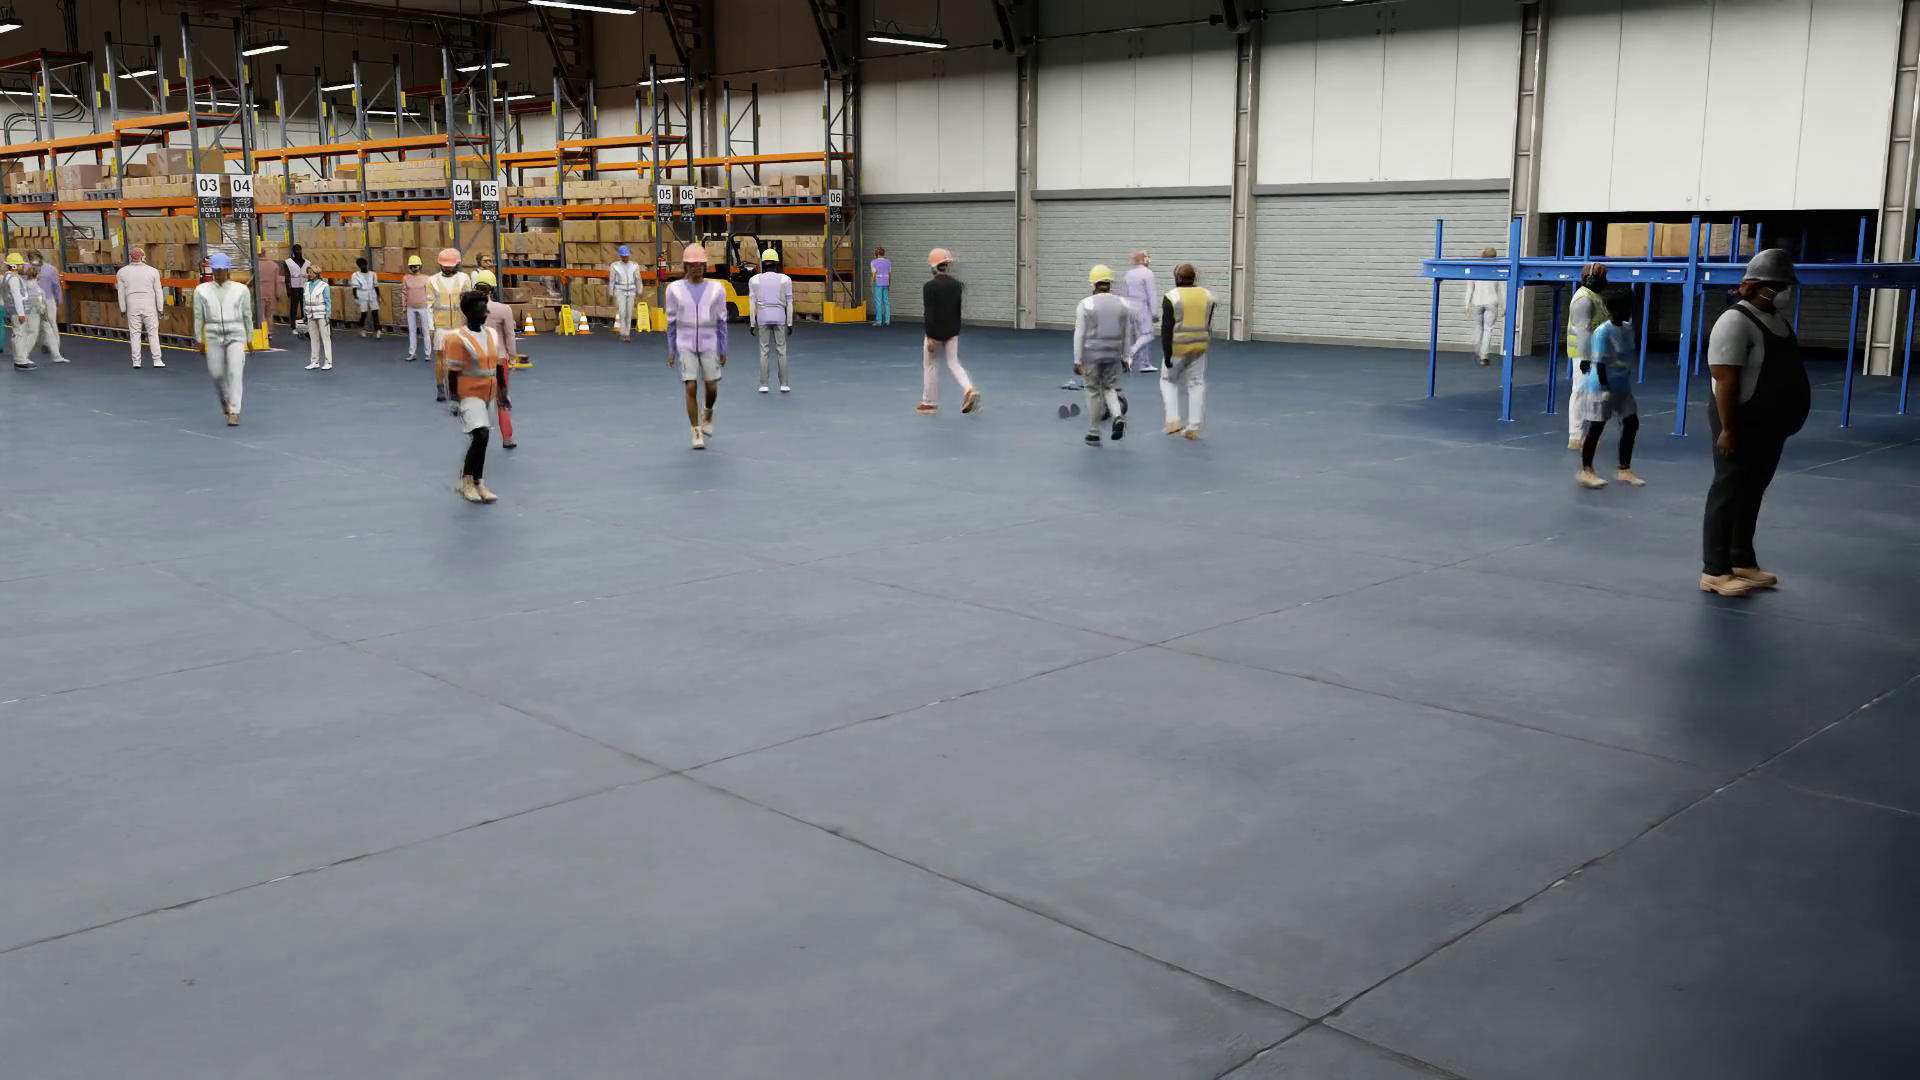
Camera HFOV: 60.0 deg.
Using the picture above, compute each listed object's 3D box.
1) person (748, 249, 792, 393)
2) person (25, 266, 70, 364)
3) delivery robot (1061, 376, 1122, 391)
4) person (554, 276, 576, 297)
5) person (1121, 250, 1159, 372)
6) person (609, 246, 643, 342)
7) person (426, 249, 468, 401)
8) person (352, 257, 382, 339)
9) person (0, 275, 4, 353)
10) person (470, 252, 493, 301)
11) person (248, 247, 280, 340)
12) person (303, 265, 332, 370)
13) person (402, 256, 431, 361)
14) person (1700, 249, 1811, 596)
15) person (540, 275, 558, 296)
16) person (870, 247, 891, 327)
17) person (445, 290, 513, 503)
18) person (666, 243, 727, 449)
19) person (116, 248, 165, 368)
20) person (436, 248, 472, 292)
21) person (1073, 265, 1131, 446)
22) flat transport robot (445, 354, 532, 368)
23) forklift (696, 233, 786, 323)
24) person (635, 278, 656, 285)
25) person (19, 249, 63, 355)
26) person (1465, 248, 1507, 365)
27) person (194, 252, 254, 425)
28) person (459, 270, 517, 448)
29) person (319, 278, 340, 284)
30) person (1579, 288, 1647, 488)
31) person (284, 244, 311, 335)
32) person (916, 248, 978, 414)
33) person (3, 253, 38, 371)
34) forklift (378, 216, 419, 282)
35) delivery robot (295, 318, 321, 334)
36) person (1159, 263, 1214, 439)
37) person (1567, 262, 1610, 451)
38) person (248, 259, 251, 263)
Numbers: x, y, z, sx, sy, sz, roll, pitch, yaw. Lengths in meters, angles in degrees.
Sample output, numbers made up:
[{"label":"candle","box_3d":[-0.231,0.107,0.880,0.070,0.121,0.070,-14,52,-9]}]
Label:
[{"label":"person","box_3d":[-2.555,-2.955,22.462,0.589,1.924,0.384,-1,10,-7]},{"label":"person","box_3d":[-15.219,-3.713,27.446,0.732,1.608,0.515,-3,11,-16]},{"label":"delivery robot","box_3d":[1.535,-1.865,19.401,0.698,0.223,0.335,6,12,30]},{"label":"person","box_3d":[-10.349,-6.772,43.553,0.636,1.831,0.509,-8,13,-36]},{"label":"person","box_3d":[2.788,-3.516,25.608,0.736,1.887,0.679,-5,11,-25]},{"label":"person","box_3d":[-6.616,-4.887,33.071,0.609,1.893,0.937,-6,12,-29]},{"label":"person","box_3d":[-6.572,-2.766,21.422,0.543,1.928,0.371,-6,12,-28]},{"label":"person","box_3d":[-12.155,-4.949,34.033,0.590,1.660,0.601,-7,13,-35]},{"label":"person","box_3d":[-17.384,-4.225,29.907,0.531,1.742,0.809,-7,13,-35]},{"label":"person","box_3d":[-7.760,-3.769,27.112,0.327,1.843,0.514,3,11,14]},{"label":"person","box_3d":[-14.118,-4.988,33.688,0.668,1.914,0.645,-9,14,-40]},{"label":"person","box_3d":[-10.148,-3.511,26.266,0.514,1.642,0.310,4,11,20]},{"label":"person","box_3d":[-9.168,-3.911,28.103,0.523,1.769,0.316,0,10,0]},{"label":"person","box_3d":[4.741,-0.684,9.875,0.688,2.000,0.536,-9,14,-41]},{"label":"person","box_3d":[-11.323,-7.231,46.009,0.900,1.853,0.586,10,14,42]},{"label":"person","box_3d":[-1.832,-5.896,38.708,0.567,1.844,0.375,-8,13,-38]},{"label":"person","box_3d":[-3.797,-1.118,13.105,0.396,1.684,0.547,4,11,21]},{"label":"person","box_3d":[-2.630,-1.945,16.646,0.604,2.032,0.575,-2,11,-11]},{"label":"person","box_3d":[-13.082,-3.706,26.602,0.652,1.906,0.405,-3,11,-17]},{"label":"person","box_3d":[-7.242,-3.224,23.943,0.563,1.913,0.634,-9,14,-42]},{"label":"person","box_3d":[1.431,-1.853,16.736,0.612,1.817,0.512,-4,11,-21]},{"label":"flat transport robot","box_3d":[-7.581,-2.886,26.710,1.431,0.197,0.652,8,13,39]},{"label":"forklift","box_3d":[-5.496,-6.489,41.108,2.313,2.155,1.214,-10,14,-44]},{"label":"person","box_3d":[-7.824,-6.342,40.878,0.618,1.955,1.007,-9,14,-40]},{"label":"person","box_3d":[-16.448,-4.267,29.814,0.643,1.878,0.975,-6,12,-28]},{"label":"person","box_3d":[8.740,-3.863,27.487,0.657,1.900,0.901,7,13,34]},{"label":"person","box_3d":[-8.291,-2.282,18.778,0.616,1.928,0.675,-3,11,-17]},{"label":"person","box_3d":[-4.688,-1.793,16.555,0.533,1.767,0.323,-2,11,-9]},{"label":"person","box_3d":[-17.796,-7.490,46.863,0.609,2.043,0.397,-5,12,-27]},{"label":"person","box_3d":[5.491,-1.251,13.834,0.552,1.672,0.659,-8,13,-36]},{"label":"person","box_3d":[-14.150,-5.363,35.604,0.392,1.920,0.587,9,14,40]},{"label":"person","box_3d":[-0.168,-2.464,19.679,0.623,1.969,0.903,-8,13,-38]},{"label":"person","box_3d":[-14.840,-3.602,26.237,0.404,1.830,0.603,-8,13,-36]},{"label":"forklift","box_3d":[-17.868,-9.201,54.028,1.873,2.768,1.129,-10,14,-44]},{"label":"delivery robot","box_3d":[-13.284,-4.420,34.046,0.477,0.478,0.707,2,11,11]},{"label":"person","box_3d":[2.344,-1.976,17.414,0.625,1.826,0.518,-4,11,-20]},{"label":"person","box_3d":[6.252,-1.826,16.529,0.429,1.842,0.634,5,12,25]},{"label":"person","box_3d":[-17.163,-6.071,39.443,0.721,1.921,0.661,9,14,41]}]
